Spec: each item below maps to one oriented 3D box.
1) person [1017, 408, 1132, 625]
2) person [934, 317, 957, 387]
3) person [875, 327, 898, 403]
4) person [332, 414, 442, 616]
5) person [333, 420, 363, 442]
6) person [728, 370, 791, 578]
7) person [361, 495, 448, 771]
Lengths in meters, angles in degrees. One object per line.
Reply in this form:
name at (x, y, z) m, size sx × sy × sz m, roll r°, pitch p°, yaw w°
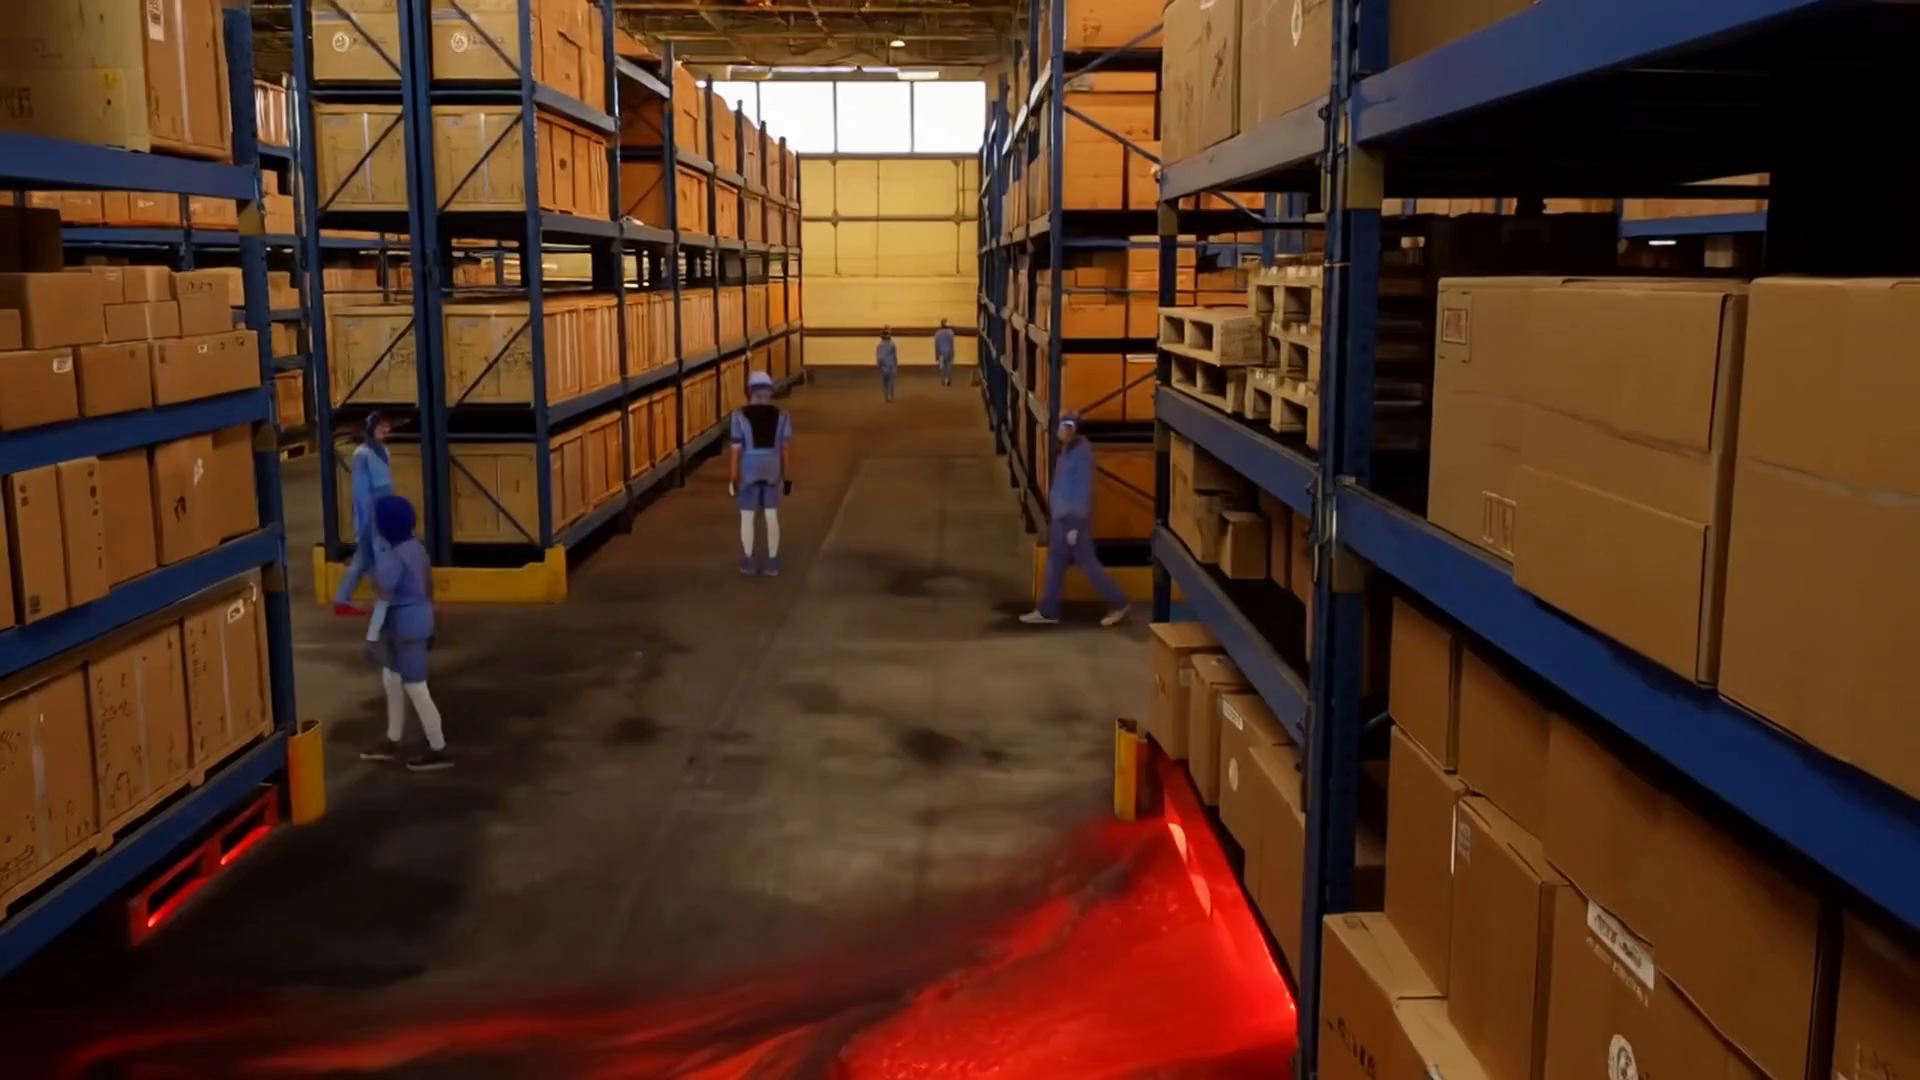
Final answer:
person at (1.007, -0.192, 14.134) m, size 0.944 × 1.868 × 0.650 m, roll 0°, pitch 9°, yaw -2°
person at (-0.378, -4.794, 42.496) m, size 0.605 × 1.815 × 0.498 m, roll 0°, pitch 9°, yaw 2°
person at (-1.668, -3.942, 37.550) m, size 0.502 × 1.725 × 0.466 m, roll 1°, pitch 9°, yaw 4°
person at (-5.054, -0.206, 14.453) m, size 0.995 × 1.791 × 0.590 m, roll 0°, pitch 9°, yaw 0°
person at (-7.004, -1.043, 19.265) m, size 0.673 × 1.887 × 0.657 m, roll -1°, pitch 9°, yaw -8°
person at (-1.981, -0.647, 16.399) m, size 0.623 × 2.043 × 0.388 m, roll -4°, pitch 10°, yaw -22°
person at (-3.439, 0.570, 10.048) m, size 0.708 × 1.670 × 0.551 m, roll 0°, pitch 9°, yaw -1°
